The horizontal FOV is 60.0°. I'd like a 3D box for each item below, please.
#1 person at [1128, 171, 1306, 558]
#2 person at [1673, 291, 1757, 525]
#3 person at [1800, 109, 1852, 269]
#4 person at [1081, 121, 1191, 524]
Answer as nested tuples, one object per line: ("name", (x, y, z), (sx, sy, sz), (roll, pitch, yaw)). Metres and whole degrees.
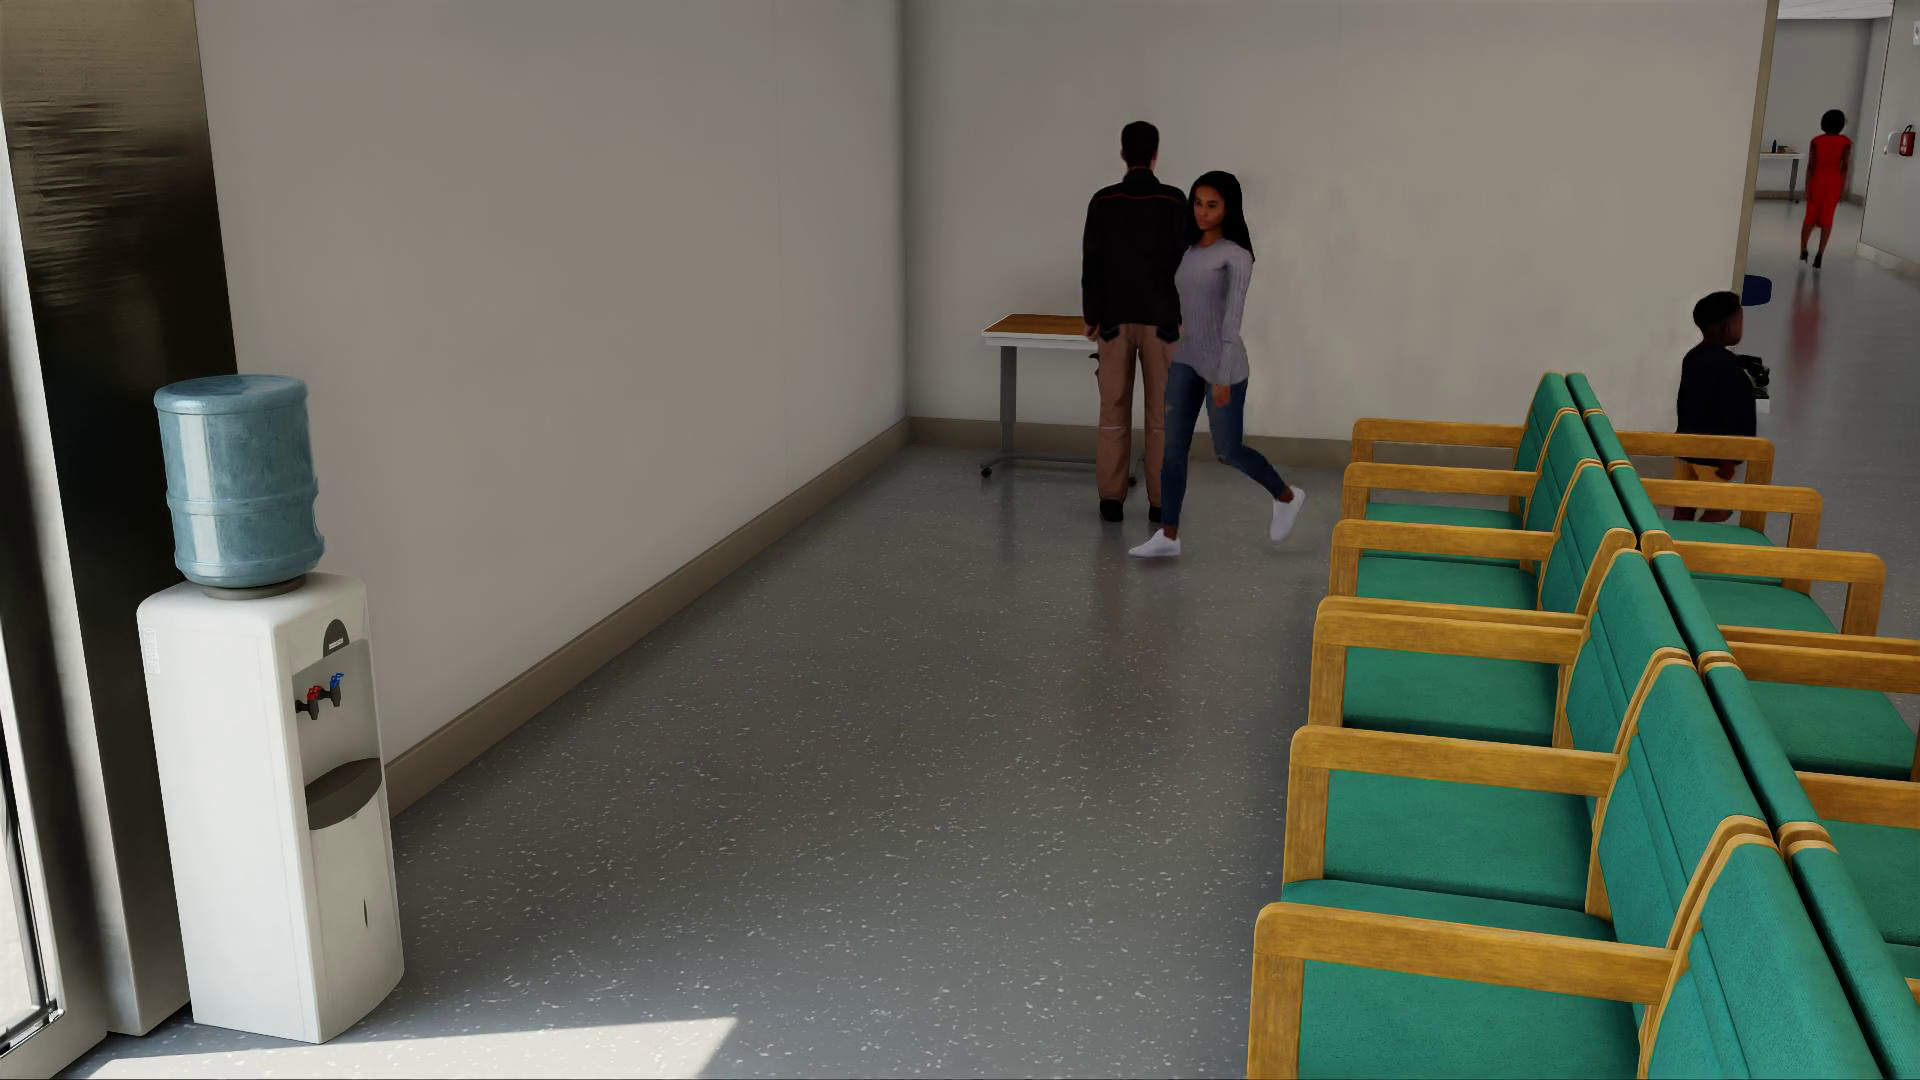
("person", (1.199, -0.738, 7.345), (1.118, 1.715, 1.043), (-8, 18, -28))
("person", (3.095, -0.413, 7.018), (0.663, 1.267, 0.626), (-3, 16, -12))
("person", (9.570, -3.849, 18.382), (0.987, 1.714, 0.734), (7, 17, 23))
("person", (0.861, -1.044, 8.051), (0.553, 1.921, 0.767), (3, 16, 10))
